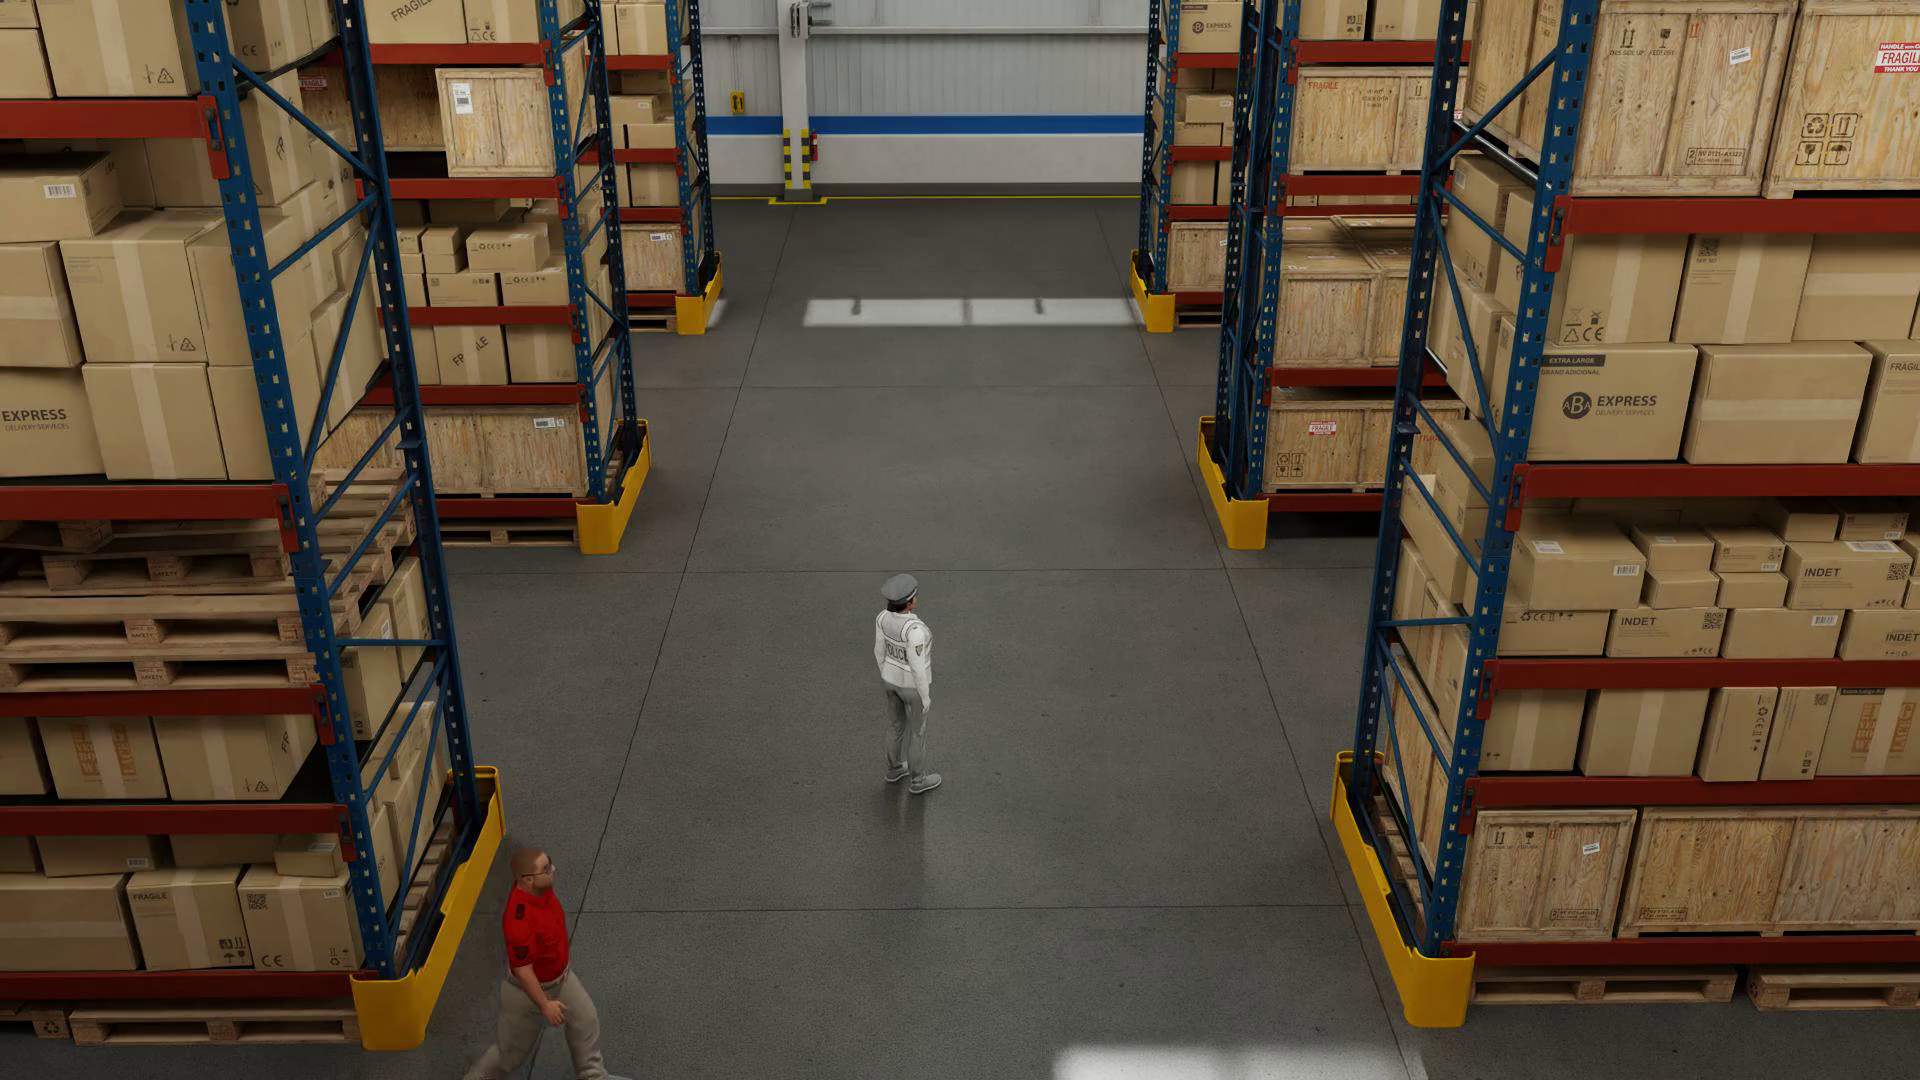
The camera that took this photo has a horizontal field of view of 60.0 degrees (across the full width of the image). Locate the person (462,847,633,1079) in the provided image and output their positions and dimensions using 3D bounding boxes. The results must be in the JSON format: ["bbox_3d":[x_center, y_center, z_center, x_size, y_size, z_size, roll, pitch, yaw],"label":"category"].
[{"bbox_3d":[-2.298,2.367,8.902,0.971,1.684,0.533,1,25,3],"label":"person"}]

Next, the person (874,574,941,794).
[{"bbox_3d":[-0.372,1.015,11.802,0.468,1.686,0.375,21,32,38],"label":"person"}]
